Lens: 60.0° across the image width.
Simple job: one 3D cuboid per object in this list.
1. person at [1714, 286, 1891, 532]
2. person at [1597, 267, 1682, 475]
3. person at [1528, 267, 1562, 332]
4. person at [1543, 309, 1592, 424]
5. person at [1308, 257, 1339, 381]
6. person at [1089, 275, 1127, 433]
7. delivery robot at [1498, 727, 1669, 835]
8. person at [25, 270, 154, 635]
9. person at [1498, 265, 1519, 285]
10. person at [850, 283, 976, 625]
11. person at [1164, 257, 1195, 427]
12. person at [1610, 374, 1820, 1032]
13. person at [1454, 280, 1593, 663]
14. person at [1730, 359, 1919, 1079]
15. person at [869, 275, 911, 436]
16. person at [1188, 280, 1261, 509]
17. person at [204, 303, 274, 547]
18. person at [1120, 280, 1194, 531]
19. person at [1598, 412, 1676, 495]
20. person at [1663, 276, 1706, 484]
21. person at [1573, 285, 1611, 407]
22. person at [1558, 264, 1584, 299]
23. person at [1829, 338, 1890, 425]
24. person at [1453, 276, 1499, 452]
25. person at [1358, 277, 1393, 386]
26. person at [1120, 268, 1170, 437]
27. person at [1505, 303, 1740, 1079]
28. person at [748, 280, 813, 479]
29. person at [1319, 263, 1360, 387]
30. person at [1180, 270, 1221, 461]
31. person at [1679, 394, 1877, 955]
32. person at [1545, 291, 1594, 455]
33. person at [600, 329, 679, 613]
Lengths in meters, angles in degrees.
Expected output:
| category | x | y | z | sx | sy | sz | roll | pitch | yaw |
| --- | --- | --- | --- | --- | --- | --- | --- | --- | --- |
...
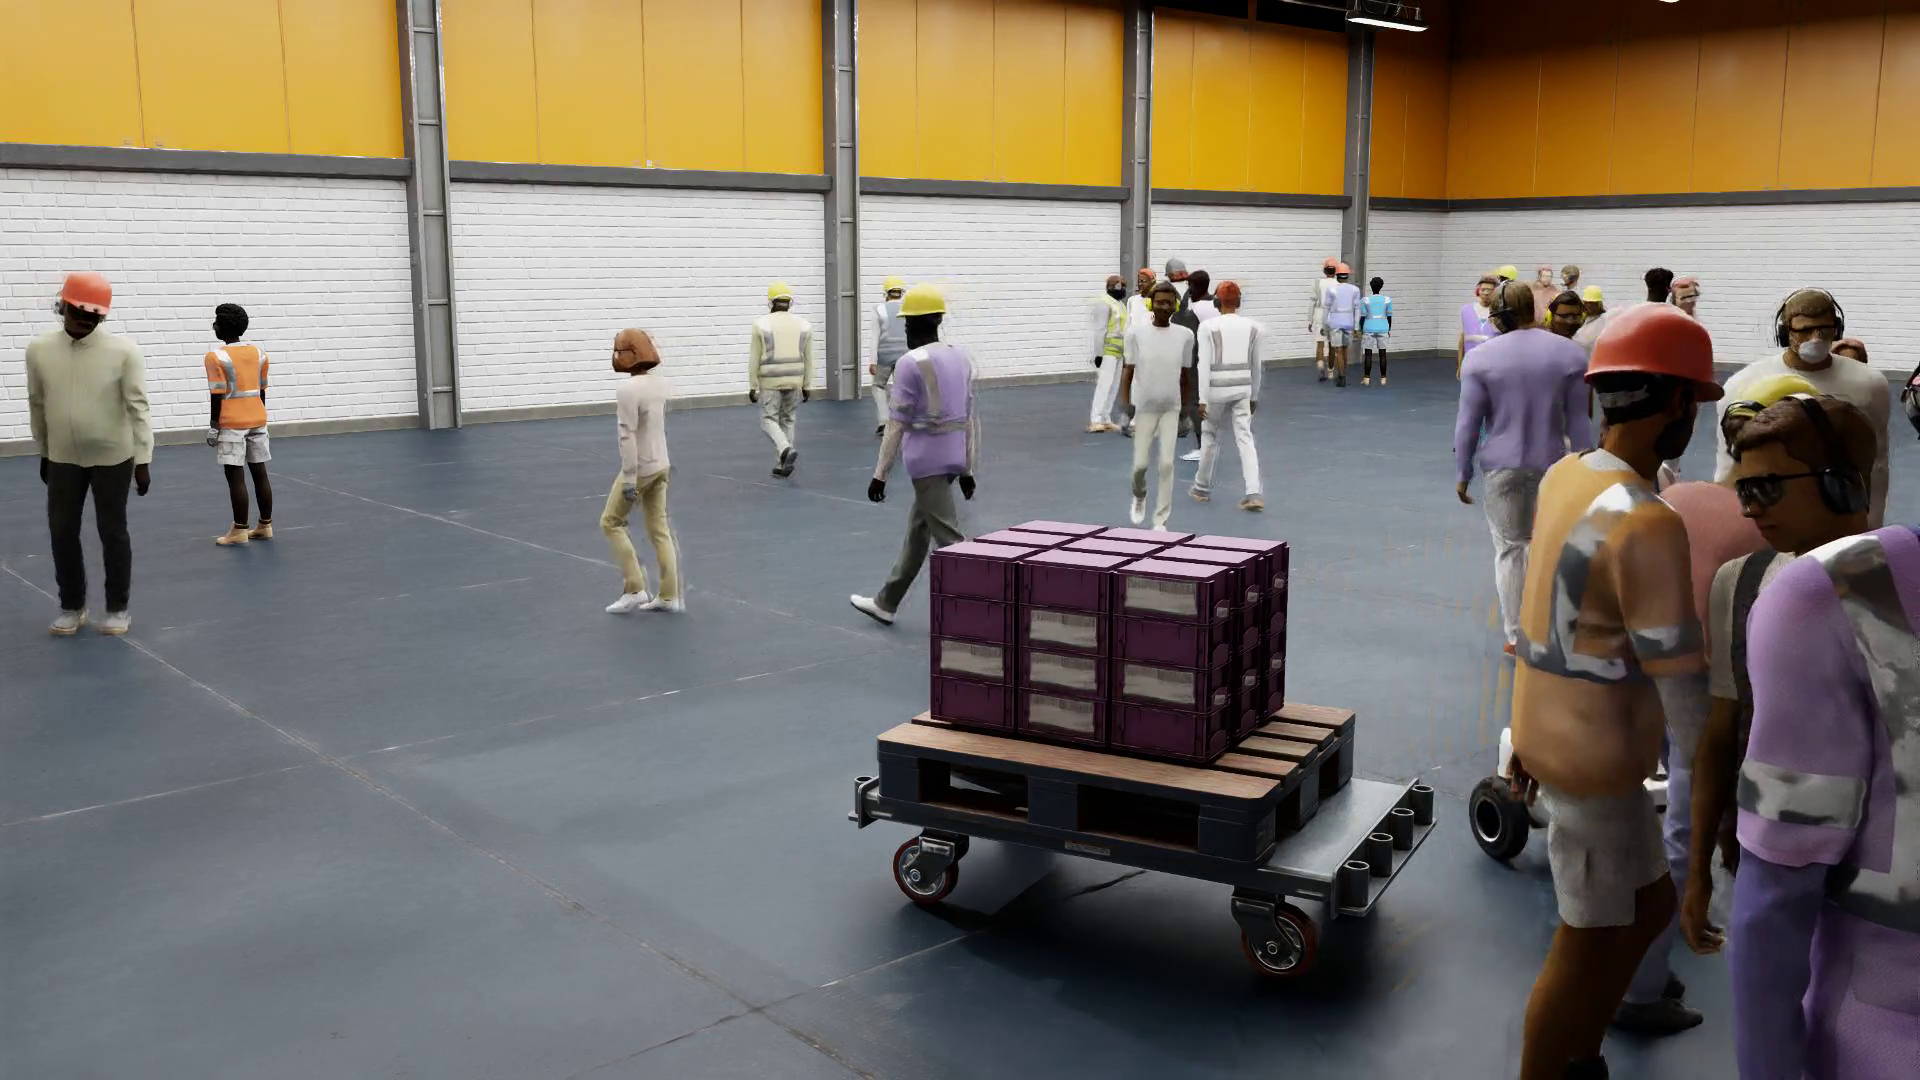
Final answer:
| category | x | y | z | sx | sy | sz | roll | pitch | yaw |
| --- | --- | --- | --- | --- | --- | --- | --- | --- | --- |
| person | 3.305 | -0.051 | 6.617 | 0.641 | 1.915 | 0.752 | 1 | 10 | 7 |
| person | 6.204 | -1.521 | 15.174 | 0.931 | 1.937 | 0.610 | -4 | 11 | -23 |
| person | 8.734 | -3.162 | 24.989 | 0.737 | 1.854 | 0.918 | 0 | 10 | 0 |
| person | 4.366 | -0.892 | 12.107 | 0.912 | 1.719 | 0.526 | -6 | 11 | -30 |
| person | 5.958 | -3.571 | 26.965 | 0.620 | 2.014 | 0.935 | 3 | 10 | 15 |
| person | 1.743 | -2.139 | 19.184 | 0.433 | 1.812 | 0.732 | 5 | 11 | 25 |
| delivery robot | 2.074 | 0.788 | 5.395 | 0.477 | 0.478 | 0.707 | -3 | 10 | -17 |
| person | -4.570 | -0.440 | 8.774 | 0.638 | 1.947 | 0.576 | -2 | 10 | -10 |
| person | 7.539 | -2.881 | 23.266 | 0.662 | 1.890 | 0.592 | -1 | 10 | -4 |
| person | -0.204 | -0.412 | 8.829 | 0.995 | 1.872 | 0.605 | 6 | 11 | 30 |
| person | 2.560 | -2.345 | 19.669 | 0.699 | 2.000 | 0.592 | -2 | 10 | -9 |
| person | 1.917 | 0.441 | 4.245 | 0.478 | 1.722 | 0.552 | -3 | 10 | -15 |
| person | 2.803 | -0.348 | 8.386 | 0.667 | 1.901 | 0.631 | 0 | 10 | 1 |
| person | 1.266 | 0.656 | 2.089 | 0.611 | 2.042 | 0.395 | -2 | 10 | -10 |
| person | -0.759 | -2.018 | 18.405 | 0.626 | 1.814 | 0.531 | -4 | 11 | -24 |
| person | 2.182 | -1.175 | 13.446 | 0.605 | 1.835 | 1.001 | -3 | 10 | -17 |
| person | -5.050 | -0.804 | 11.645 | 0.318 | 1.700 | 0.536 | 3 | 10 | 19 |
| person | 1.409 | -0.932 | 11.938 | 0.532 | 1.858 | 0.614 | 0 | 10 | -1 |
| person | 2.138 | 0.285 | 5.490 | 0.537 | 1.619 | 0.483 | -6 | 12 | -33 |
| person | 5.876 | -1.226 | 13.659 | 0.785 | 1.868 | 0.473 | -8 | 12 | -38 |
| person | 6.343 | -1.717 | 16.896 | 0.505 | 1.721 | 0.367 | 5 | 11 | 26 |
| person | 7.623 | -2.520 | 21.082 | 0.743 | 1.916 | 0.632 | 1 | 10 | 7 |
| person | 4.566 | -0.264 | 8.751 | 0.516 | 1.608 | 0.761 | 5 | 11 | 29 |
| person | 5.326 | -1.767 | 16.957 | 0.586 | 1.811 | 0.846 | 6 | 11 | 30 |
| person | 6.497 | -3.259 | 26.022 | 0.530 | 1.697 | 0.321 | 0 | 10 | 2 |
| person | 2.082 | -2.102 | 18.709 | 0.573 | 1.883 | 0.354 | 7 | 12 | 37 |
| person | 1.403 | 0.469 | 3.519 | 0.510 | 1.918 | 0.560 | 2 | 10 | 9 |
| person | -1.591 | -1.425 | 14.943 | 0.605 | 1.810 | 0.617 | -5 | 11 | -28 |
| person | 5.902 | -3.354 | 25.956 | 0.553 | 1.901 | 0.853 | -1 | 10 | -7 |
| person | 2.455 | -1.718 | 16.481 | 0.389 | 1.883 | 0.675 | 9 | 13 | 44 |
| person | 1.576 | 0.630 | 3.029 | 0.944 | 1.778 | 0.568 | -6 | 11 | -30 |
| person | 3.666 | -0.628 | 10.300 | 0.520 | 1.810 | 1.015 | 2 | 10 | 13 |
| person | -1.835 | -0.374 | 9.372 | 0.517 | 1.615 | 0.540 | 3 | 10 | 16 |
